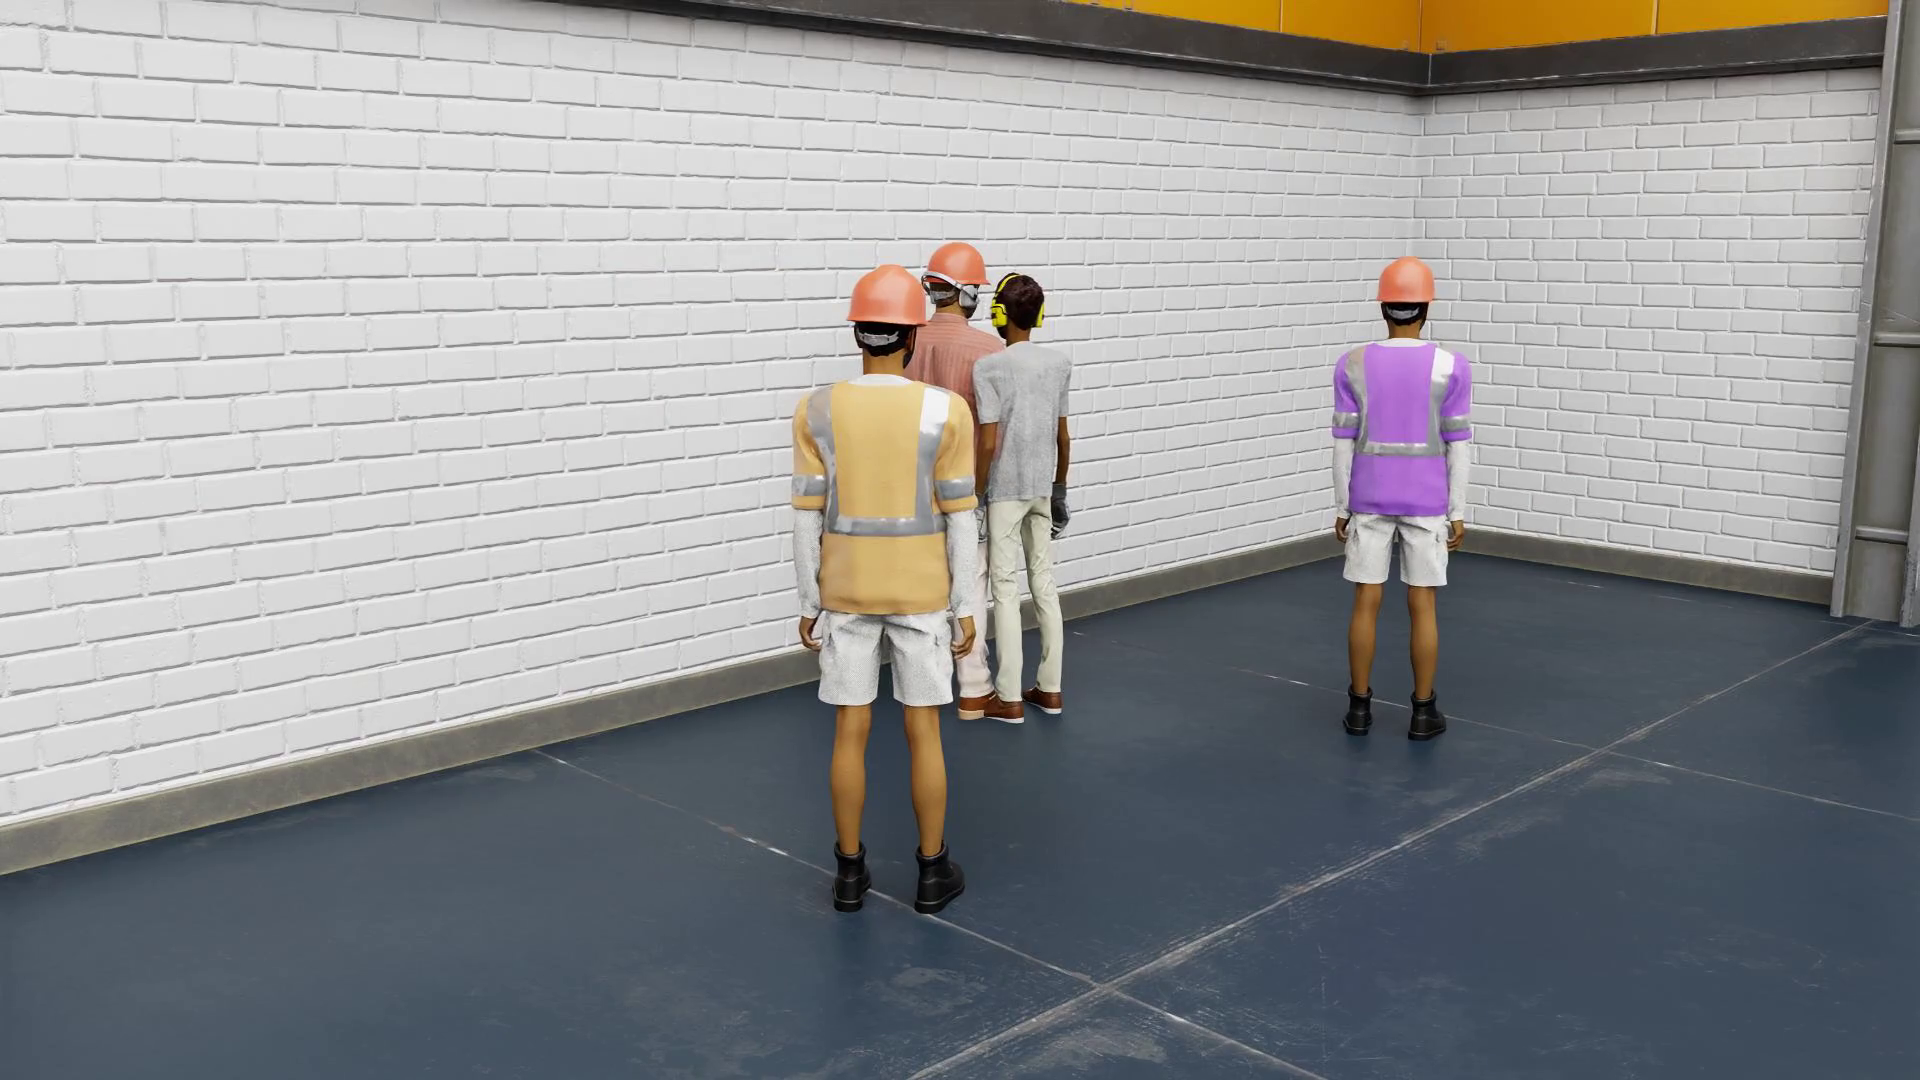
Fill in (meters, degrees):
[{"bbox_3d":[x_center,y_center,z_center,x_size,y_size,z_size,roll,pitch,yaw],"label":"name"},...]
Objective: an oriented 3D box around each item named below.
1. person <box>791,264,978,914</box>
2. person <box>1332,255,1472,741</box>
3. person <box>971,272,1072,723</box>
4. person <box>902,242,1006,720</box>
[{"bbox_3d":[-0.218,0.155,4.981,0.552,1.935,0.373,1,10,6],"label":"person"},{"bbox_3d":[1.759,-0.157,6.673,0.543,1.942,0.349,4,11,21],"label":"person"},{"bbox_3d":[0.239,-0.171,6.944,0.533,1.869,0.311,-8,13,-36],"label":"person"},{"bbox_3d":[-0.032,-0.247,7.014,0.623,1.992,0.396,7,12,32],"label":"person"}]
